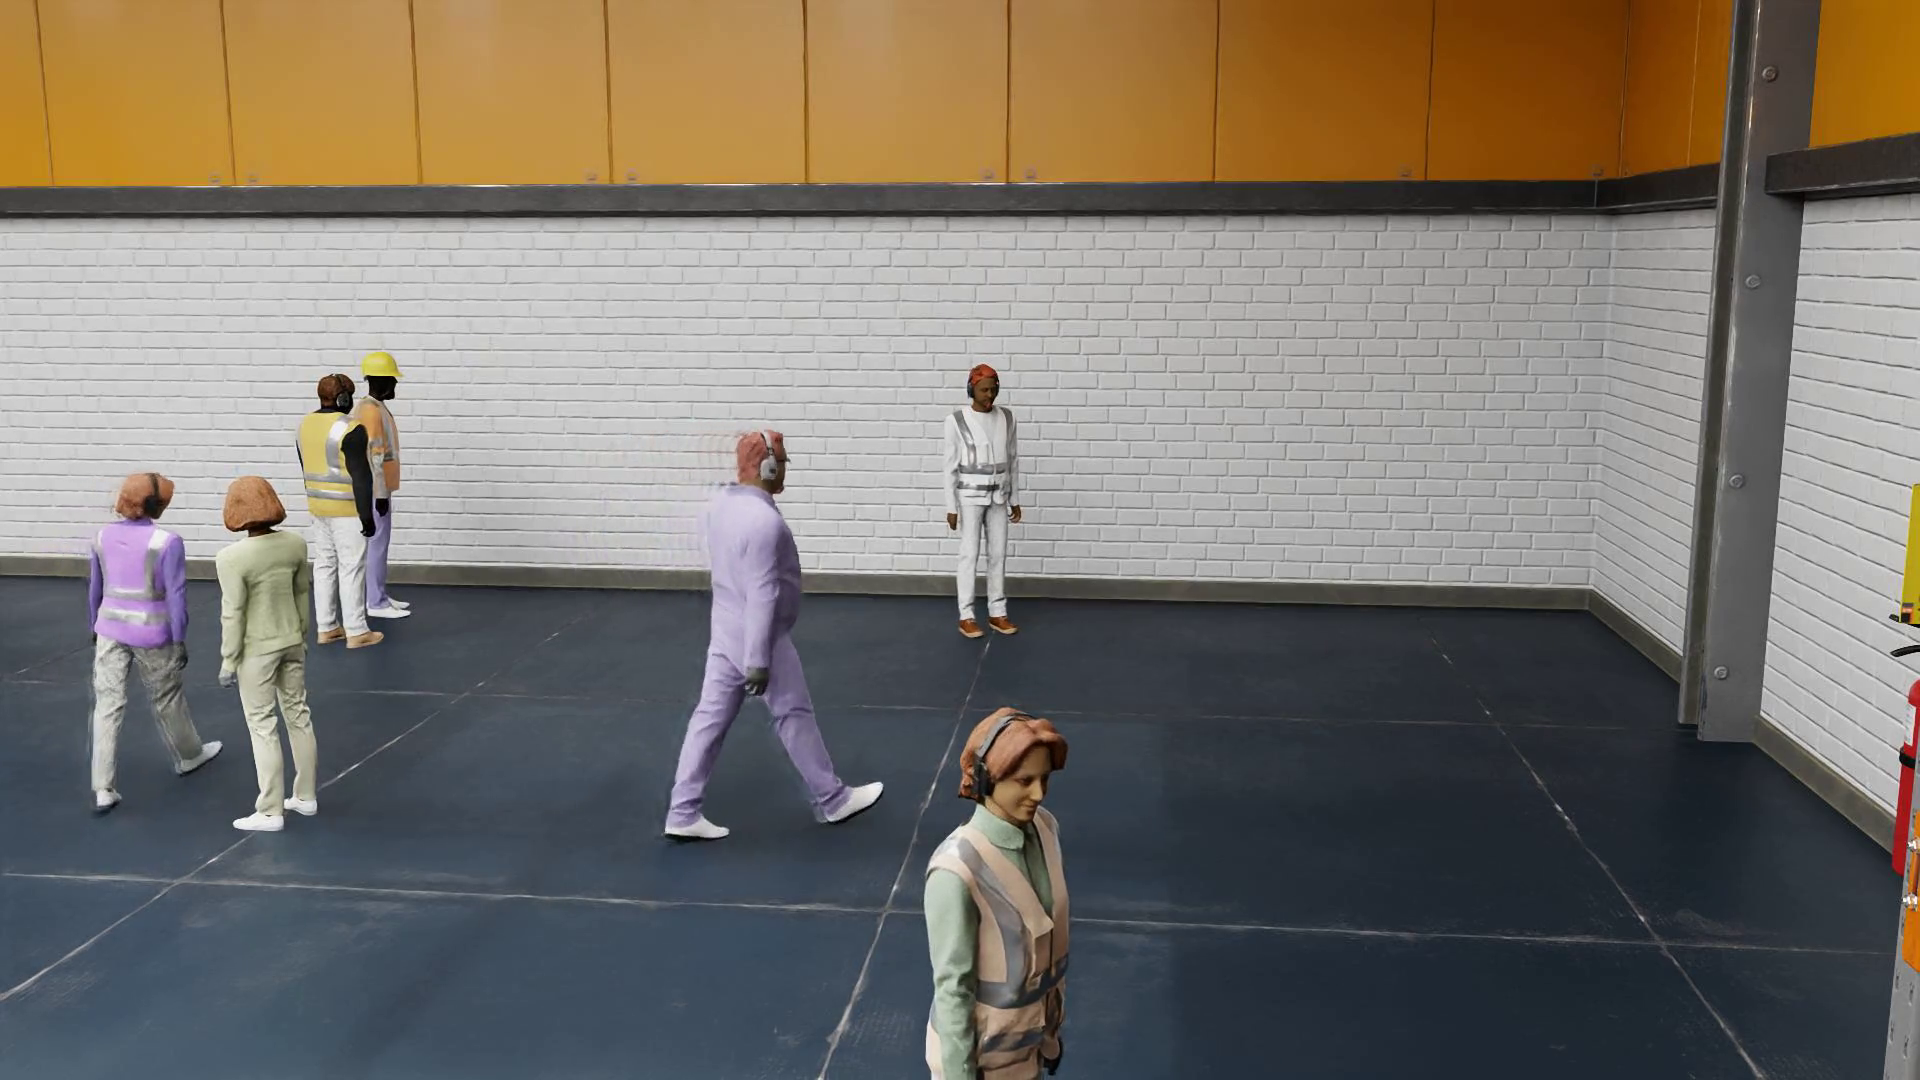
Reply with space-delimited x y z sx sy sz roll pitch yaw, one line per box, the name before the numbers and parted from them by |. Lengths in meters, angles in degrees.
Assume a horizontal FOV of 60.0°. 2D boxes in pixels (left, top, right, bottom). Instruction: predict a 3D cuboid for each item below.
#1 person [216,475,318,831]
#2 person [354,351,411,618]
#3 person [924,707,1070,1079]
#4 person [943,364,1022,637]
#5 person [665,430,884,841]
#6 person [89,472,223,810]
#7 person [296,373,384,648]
person | -3.178 0.515 7.623 0.286 1.635 0.497 4 11 22
person | -4.176 -0.402 12.037 0.383 1.924 0.594 -3 10 -18
person | 0.087 1.182 3.801 0.314 1.637 0.514 5 11 28
person | 0.155 -0.266 11.416 0.585 1.879 0.367 -6 12 -31
person | -0.884 0.433 7.473 1.048 1.851 0.661 -6 11 -29
person | -3.972 0.458 8.067 0.590 1.580 0.876 1 10 8
person | -4.139 -0.194 11.137 0.619 1.836 0.431 7 12 34
